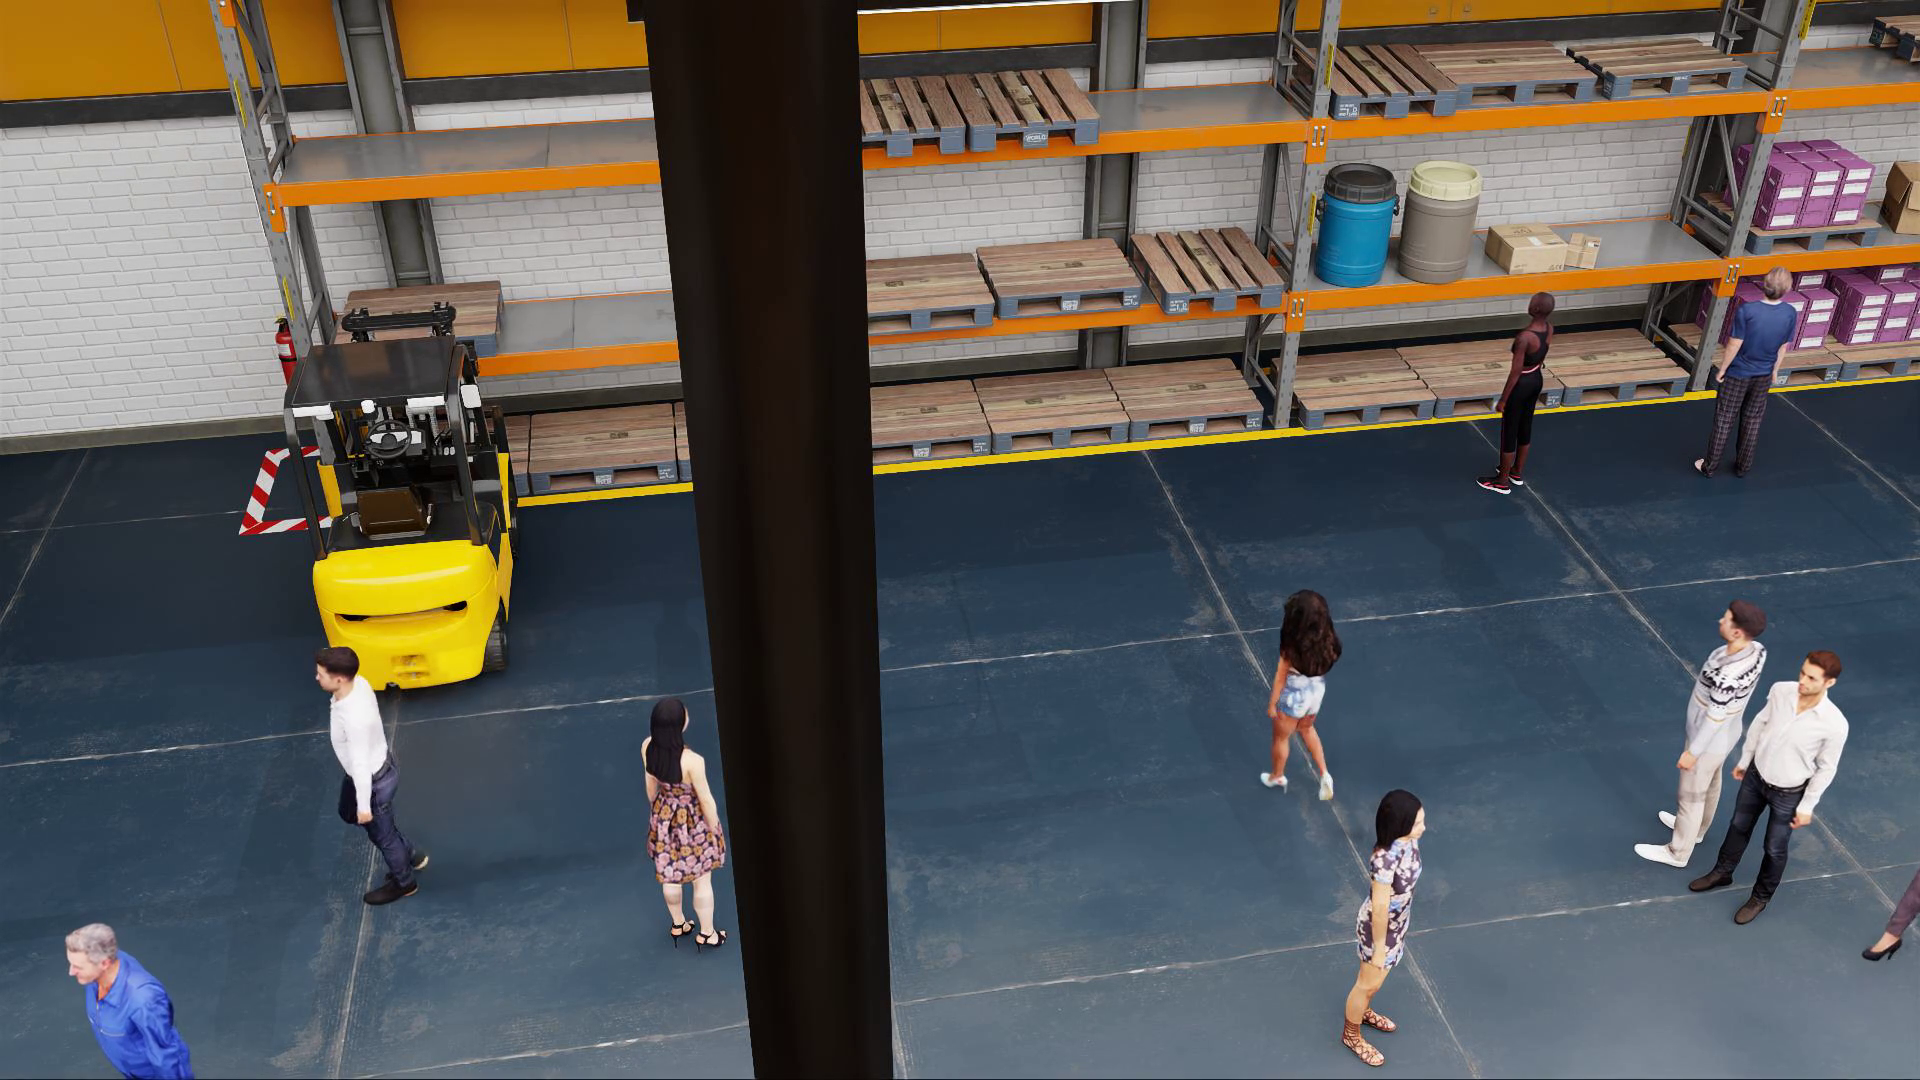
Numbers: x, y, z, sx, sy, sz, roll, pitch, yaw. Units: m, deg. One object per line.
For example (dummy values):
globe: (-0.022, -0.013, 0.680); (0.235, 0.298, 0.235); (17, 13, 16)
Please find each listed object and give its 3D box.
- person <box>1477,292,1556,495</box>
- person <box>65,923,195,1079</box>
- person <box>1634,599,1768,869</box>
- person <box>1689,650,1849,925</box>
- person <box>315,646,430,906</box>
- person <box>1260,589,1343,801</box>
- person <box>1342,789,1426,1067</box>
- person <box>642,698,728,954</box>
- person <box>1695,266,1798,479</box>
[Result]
person: (4.554, -1.198, 13.434); (0.617, 1.758, 0.722); (-25, 41, -32)
person: (-3.801, 2.466, 7.861); (0.778, 1.825, 0.820); (23, 40, 31)
person: (4.448, 1.141, 9.820); (0.825, 1.862, 0.734); (26, 42, 34)
person: (4.653, 1.377, 9.457); (0.666, 1.871, 0.724); (-17, 37, -24)
person: (-3.285, 1.337, 9.526); (0.699, 1.861, 0.677); (-10, 35, -14)
person: (2.136, 1.009, 10.249); (0.834, 1.608, 0.824); (-22, 39, -29)
person: (2.208, 1.990, 8.659); (0.711, 1.734, 0.670); (17, 37, 24)
person: (-1.532, 1.585, 9.232); (0.790, 1.774, 0.863); (15, 37, 22)
person: (6.445, -1.363, 13.579); (0.557, 1.871, 0.769); (2, 34, 3)
